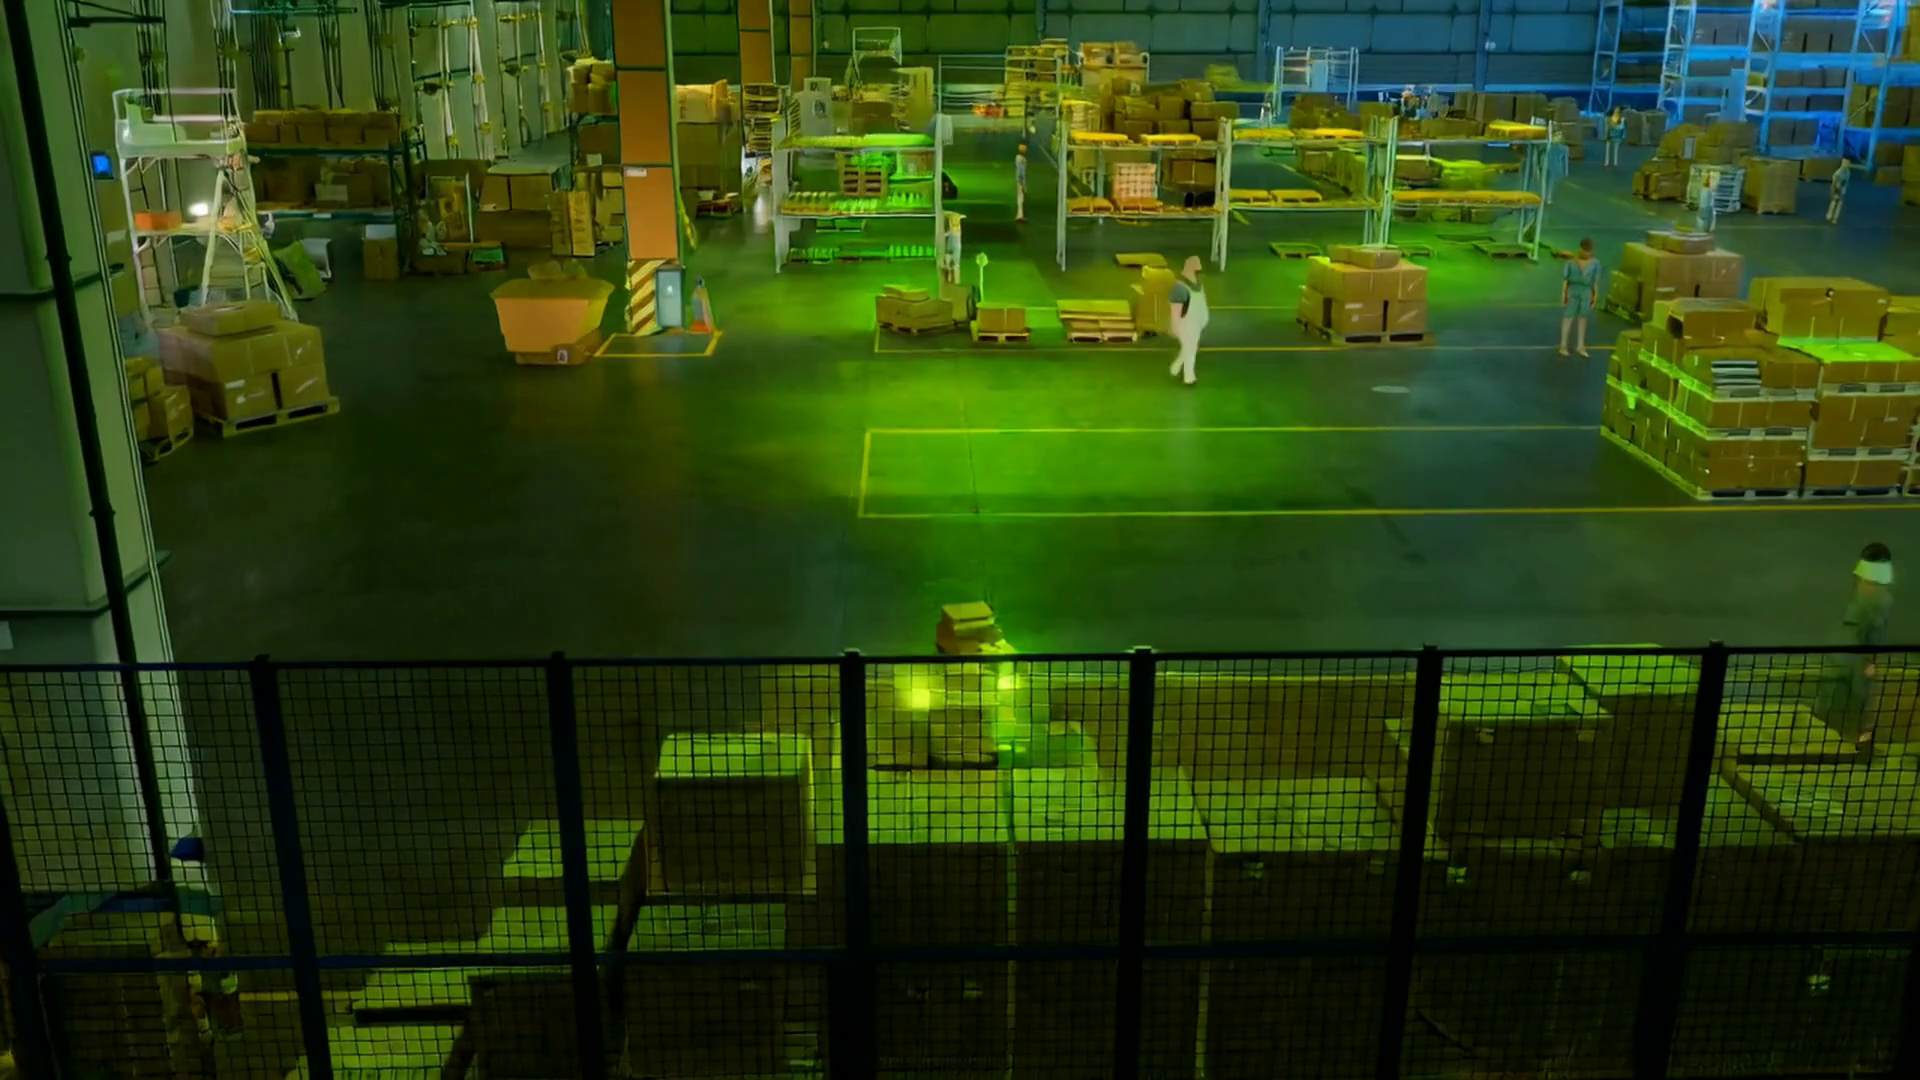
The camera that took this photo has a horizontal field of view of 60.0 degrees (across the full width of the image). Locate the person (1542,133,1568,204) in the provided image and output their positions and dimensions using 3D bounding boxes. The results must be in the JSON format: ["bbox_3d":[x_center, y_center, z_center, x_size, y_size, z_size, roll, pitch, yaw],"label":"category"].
[{"bbox_3d":[16.358,-10.237,45.777,0.644,1.898,1.013,10,21,27],"label":"person"}]

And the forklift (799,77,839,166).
[{"bbox_3d":[-4.644,-13.871,55.021,1.129,2.768,1.873,2,19,5],"label":"forklift"}]

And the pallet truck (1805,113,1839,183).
[{"bbox_3d":[26.403,-11.957,50.702,0.823,1.965,1.885,6,19,16],"label":"pallet truck"}]

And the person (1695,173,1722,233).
[{"bbox_3d":[16.109,-6.934,35.874,0.383,1.957,0.606,-2,19,-7],"label":"person"}]

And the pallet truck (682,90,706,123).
[{"bbox_3d":[-9.671,-15.907,62.421,0.823,1.965,1.885,5,19,15],"label":"pallet truck"}]

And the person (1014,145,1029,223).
[{"bbox_3d":[1.544,-9.010,42.052,0.354,1.936,0.635,-4,19,-11],"label":"person"}]

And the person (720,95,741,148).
[{"bbox_3d":[-8.343,-15.250,60.663,0.966,1.871,0.609,0,19,0],"label":"person"}]

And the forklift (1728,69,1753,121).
[{"bbox_3d":[27.973,-15.491,59.826,1.873,2.768,1.129,-1,19,-1],"label":"forklift"}]

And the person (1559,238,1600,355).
[{"bbox_3d":[10.097,-3.957,27.087,0.542,1.928,0.399,2,19,5],"label":"person"}]

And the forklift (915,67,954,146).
[{"bbox_3d":[-1.273,-15.879,60.977,1.873,2.768,1.129,-10,21,-26],"label":"forklift"}]

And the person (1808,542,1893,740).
[{"bbox_3d":[7.071,0.850,13.174,0.843,1.694,0.489,-10,21,-28],"label":"person"}]

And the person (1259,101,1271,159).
[{"bbox_3d":[10.489,-14.114,57.195,0.372,1.940,0.630,-1,19,-2],"label":"person"}]

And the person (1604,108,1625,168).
[{"bbox_3d":[21.335,-13.113,54.274,0.591,1.911,0.390,6,20,18],"label":"person"}]

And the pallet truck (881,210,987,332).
[{"bbox_3d":[-0.493,-4.759,29.349,1.885,1.965,0.823,-13,23,-34],"label":"pallet truck"}]

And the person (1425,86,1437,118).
[{"bbox_3d":[18.197,-16.630,64.615,0.890,1.958,0.652,8,20,23],"label":"person"}]

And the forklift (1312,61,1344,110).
[{"bbox_3d":[14.207,-17.532,65.881,1.873,2.768,1.129,-1,19,-2],"label":"forklift"}]

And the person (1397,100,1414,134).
[{"bbox_3d":[15.895,-14.850,59.562,0.636,1.827,0.661,-7,20,-19],"label":"person"}]

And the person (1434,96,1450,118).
[{"bbox_3d":[17.463,-15.112,60.248,0.592,1.891,0.941,2,19,5],"label":"person"}]

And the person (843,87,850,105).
[{"bbox_3d":[-4.634,-17.675,68.142,0.320,1.691,0.537,-6,20,-18],"label":"person"}]

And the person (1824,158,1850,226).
[{"bbox_3d":[21.920,-8.685,41.475,0.532,1.690,0.322,-8,20,-22],"label":"person"}]

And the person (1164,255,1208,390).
[{"bbox_3d":[3.435,-3.236,24.763,0.536,2.000,0.701,14,23,35],"label":"person"}]
